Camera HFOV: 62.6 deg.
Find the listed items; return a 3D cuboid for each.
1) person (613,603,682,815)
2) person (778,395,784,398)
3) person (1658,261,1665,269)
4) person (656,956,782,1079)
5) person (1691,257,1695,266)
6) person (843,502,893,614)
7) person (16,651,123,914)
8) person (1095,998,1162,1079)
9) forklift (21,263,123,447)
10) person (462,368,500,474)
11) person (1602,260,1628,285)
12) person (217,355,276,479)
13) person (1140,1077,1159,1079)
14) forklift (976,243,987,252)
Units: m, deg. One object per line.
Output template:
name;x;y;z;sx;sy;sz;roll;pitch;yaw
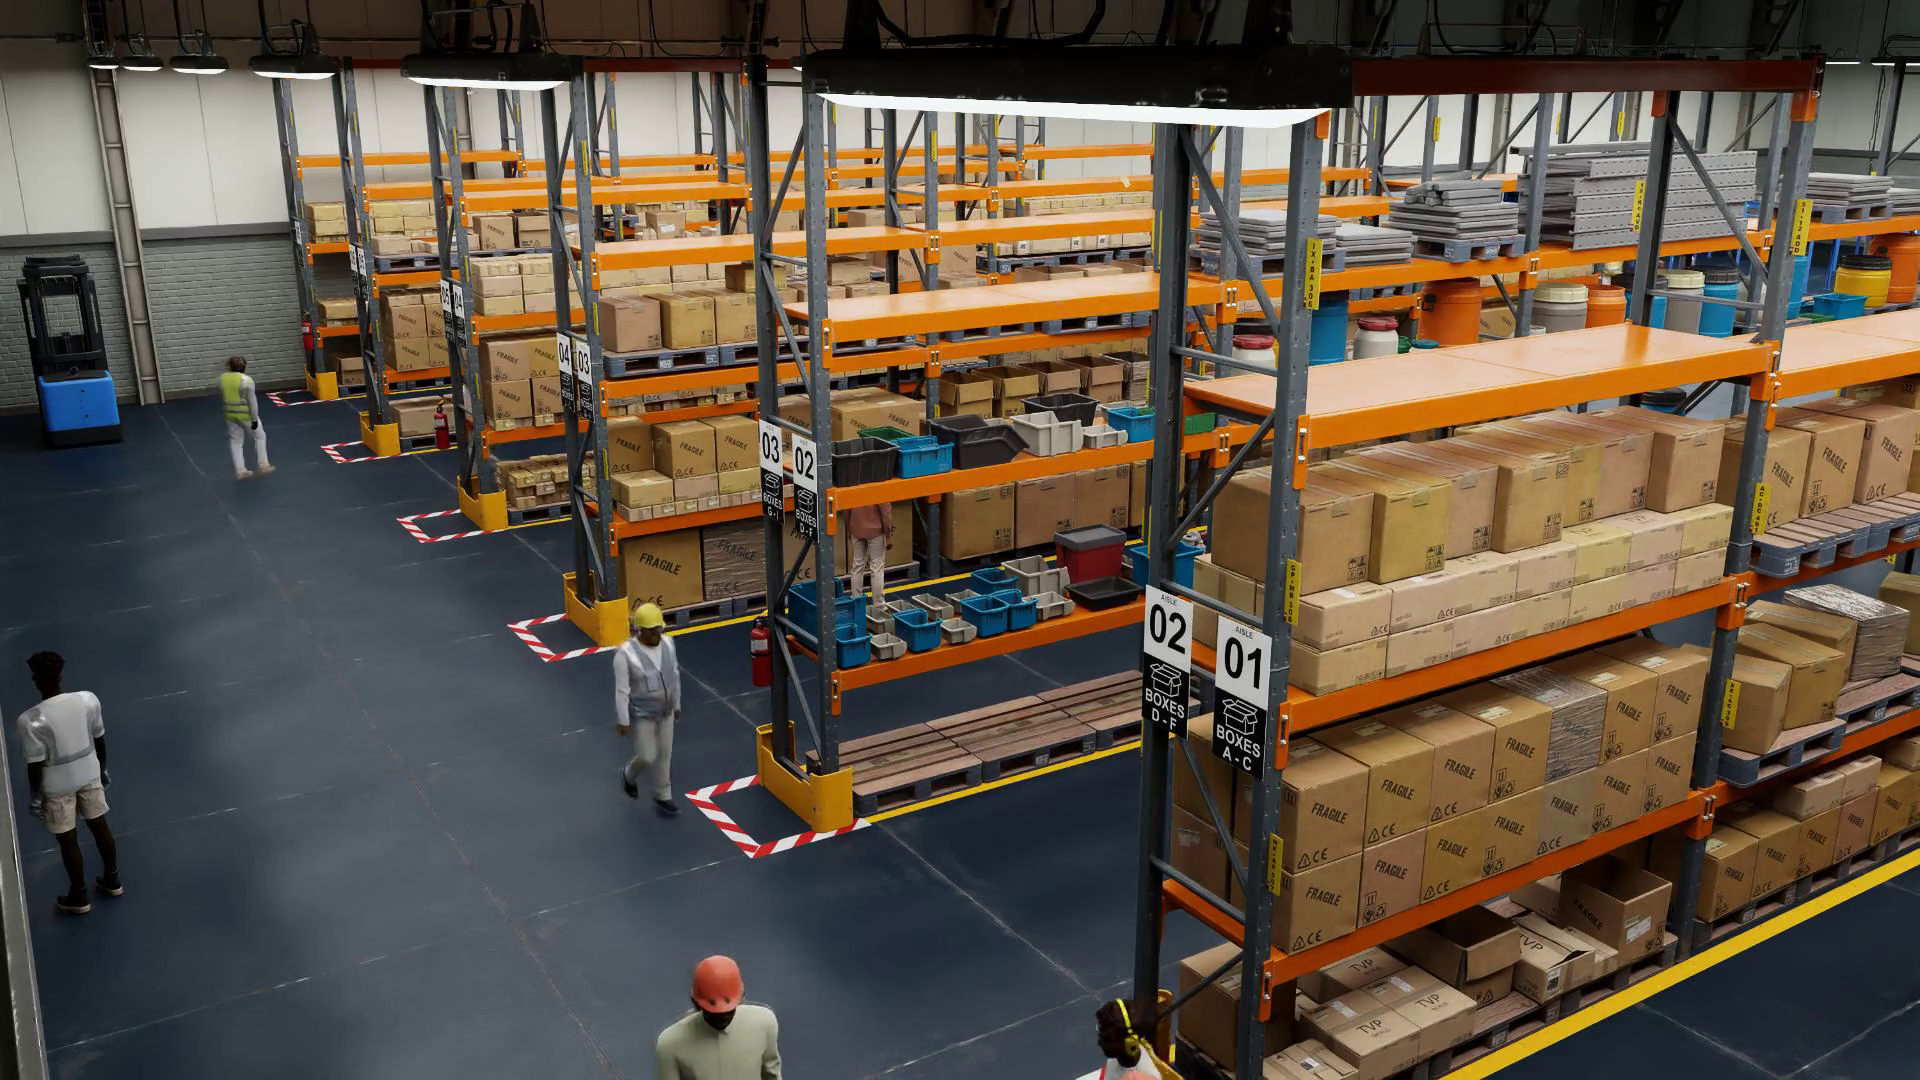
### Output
person;-2.537;1.361;12.864;0.512;1.818;0.613;14;22;39
person;-2.298;-0.878;20.014;0.379;1.937;0.629;-2;17;-7
person;15.031;-5.183;34.385;0.703;1.783;0.928;1;17;3
person;-1.134;2.894;7.591;0.633;1.971;0.734;-5;18;-16
person;15.776;-5.237;34.379;0.400;1.899;0.636;-3;17;-10
person;-1.000;-0.100;17.359;0.612;1.997;0.376;10;20;29
person;-6.447;1.731;11.406;0.362;1.963;0.614;9;19;26
person;0.744;2.996;7.449;0.402;1.849;0.577;-5;18;-17
forklift;-14.518;-3.079;25.708;1.129;2.768;1.873;-10;20;-31
person;-6.860;-1.578;22.501;0.631;1.825;0.650;7;18;22
person;15.779;-6.363;38.174;0.656;1.829;0.449;12;21;34
person;-10.572;-1.844;23.387;0.630;1.821;0.699;4;17;12
person;0.748;3.156;6.706;0.630;1.983;1.067;-3;17;-10
forklift;0.988;-5.474;34.718;1.214;2.155;2.313;-10;20;-31
